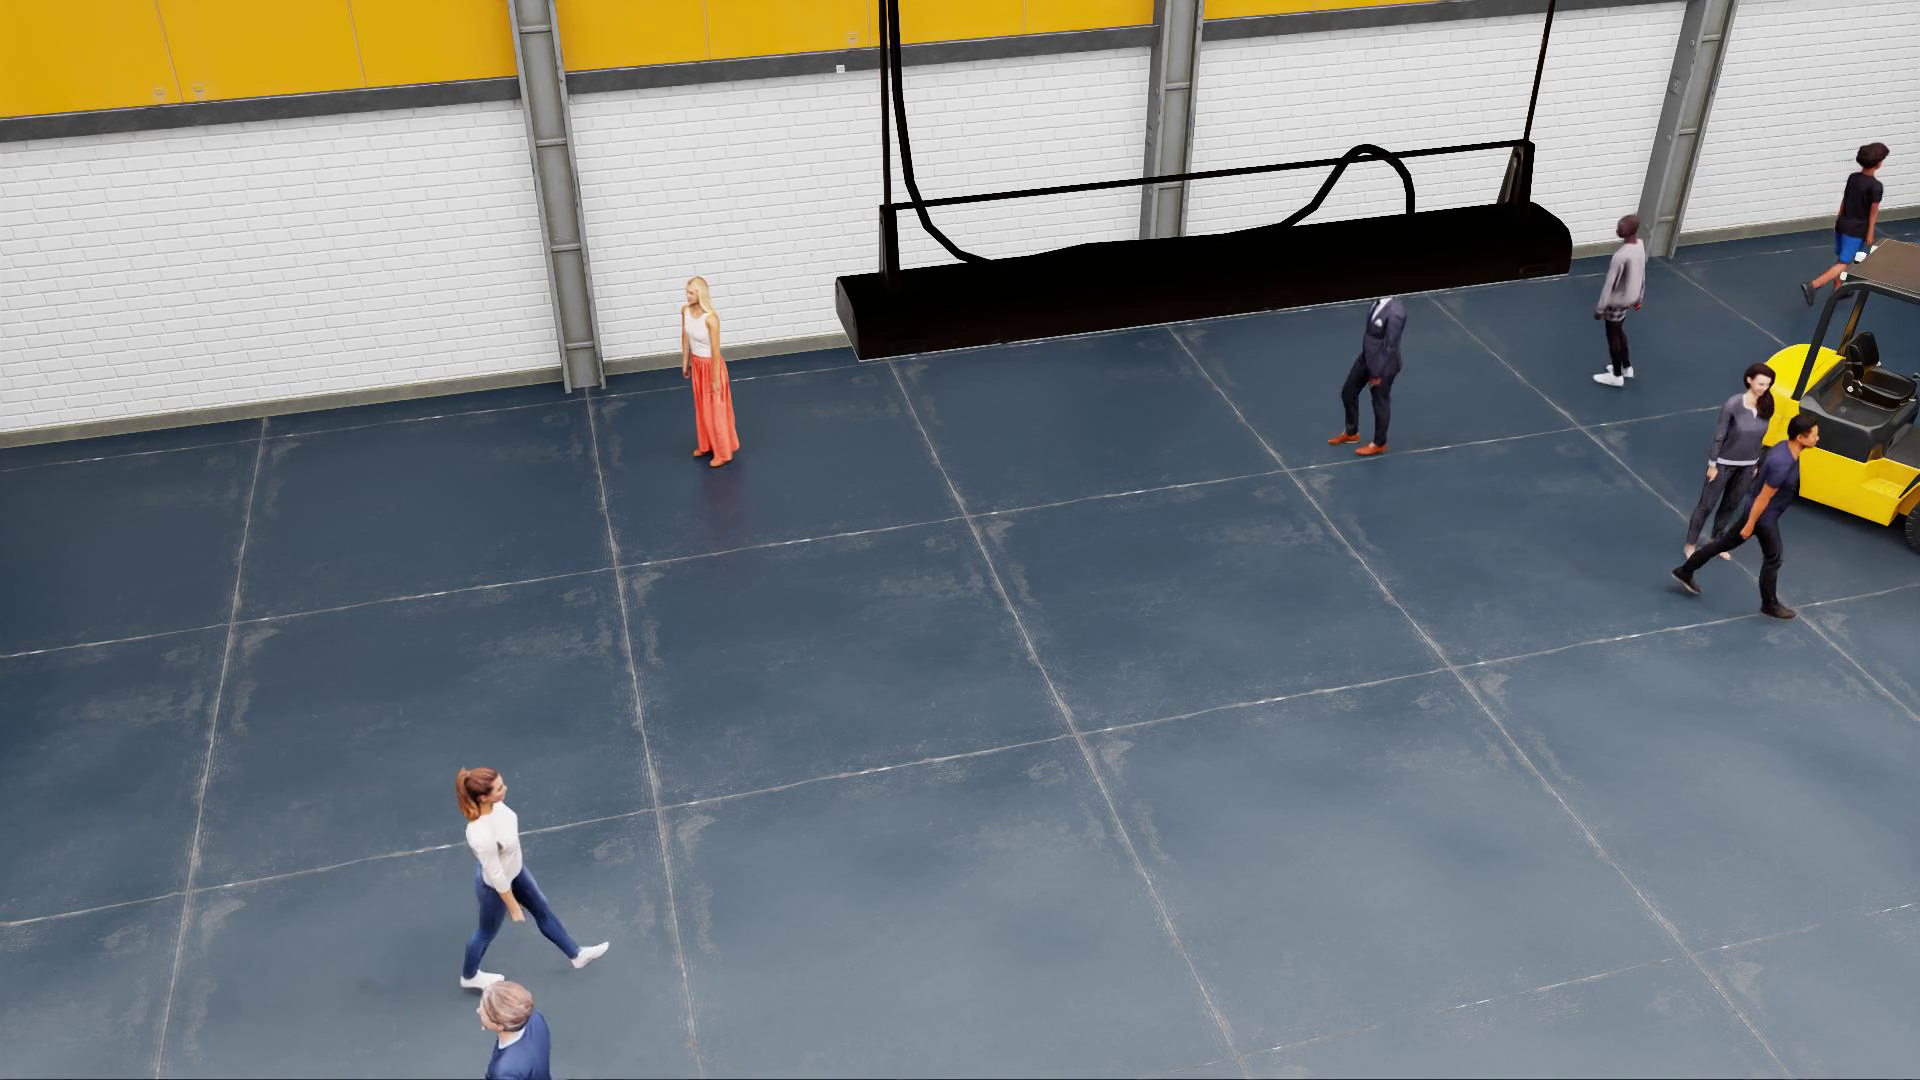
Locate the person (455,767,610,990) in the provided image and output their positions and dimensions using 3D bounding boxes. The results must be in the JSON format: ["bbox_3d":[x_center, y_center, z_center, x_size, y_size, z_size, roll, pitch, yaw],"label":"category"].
[{"bbox_3d":[-2.732,1.996,9.568,1.157,1.673,0.753,-3,34,-5],"label":"person"}]

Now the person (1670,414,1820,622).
[{"bbox_3d":[6.084,-0.213,12.829,1.246,1.743,1.157,16,37,23],"label":"person"}]

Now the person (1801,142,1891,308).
[{"bbox_3d":[9.266,-3.246,17.360,1.002,1.779,0.603,-8,35,-12],"label":"person"}]

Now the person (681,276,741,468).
[{"bbox_3d":[-2.233,-1.504,14.719,0.721,1.801,0.739,29,43,36],"label":"person"}]

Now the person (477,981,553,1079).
[{"bbox_3d":[-2.029,2.837,8.142,1.045,1.851,0.836,1,34,1],"label":"person"}]

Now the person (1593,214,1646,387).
[{"bbox_3d":[6.394,-2.269,15.922,0.754,1.743,0.856,-20,39,-28],"label":"person"}]

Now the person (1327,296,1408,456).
[{"bbox_3d":[3.808,-1.581,14.827,0.770,1.808,0.763,-4,34,-6],"label":"person"}]

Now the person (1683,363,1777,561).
[{"bbox_3d":[6.236,-0.633,13.434,0.462,1.771,0.673,-7,34,-10],"label":"person"}]
